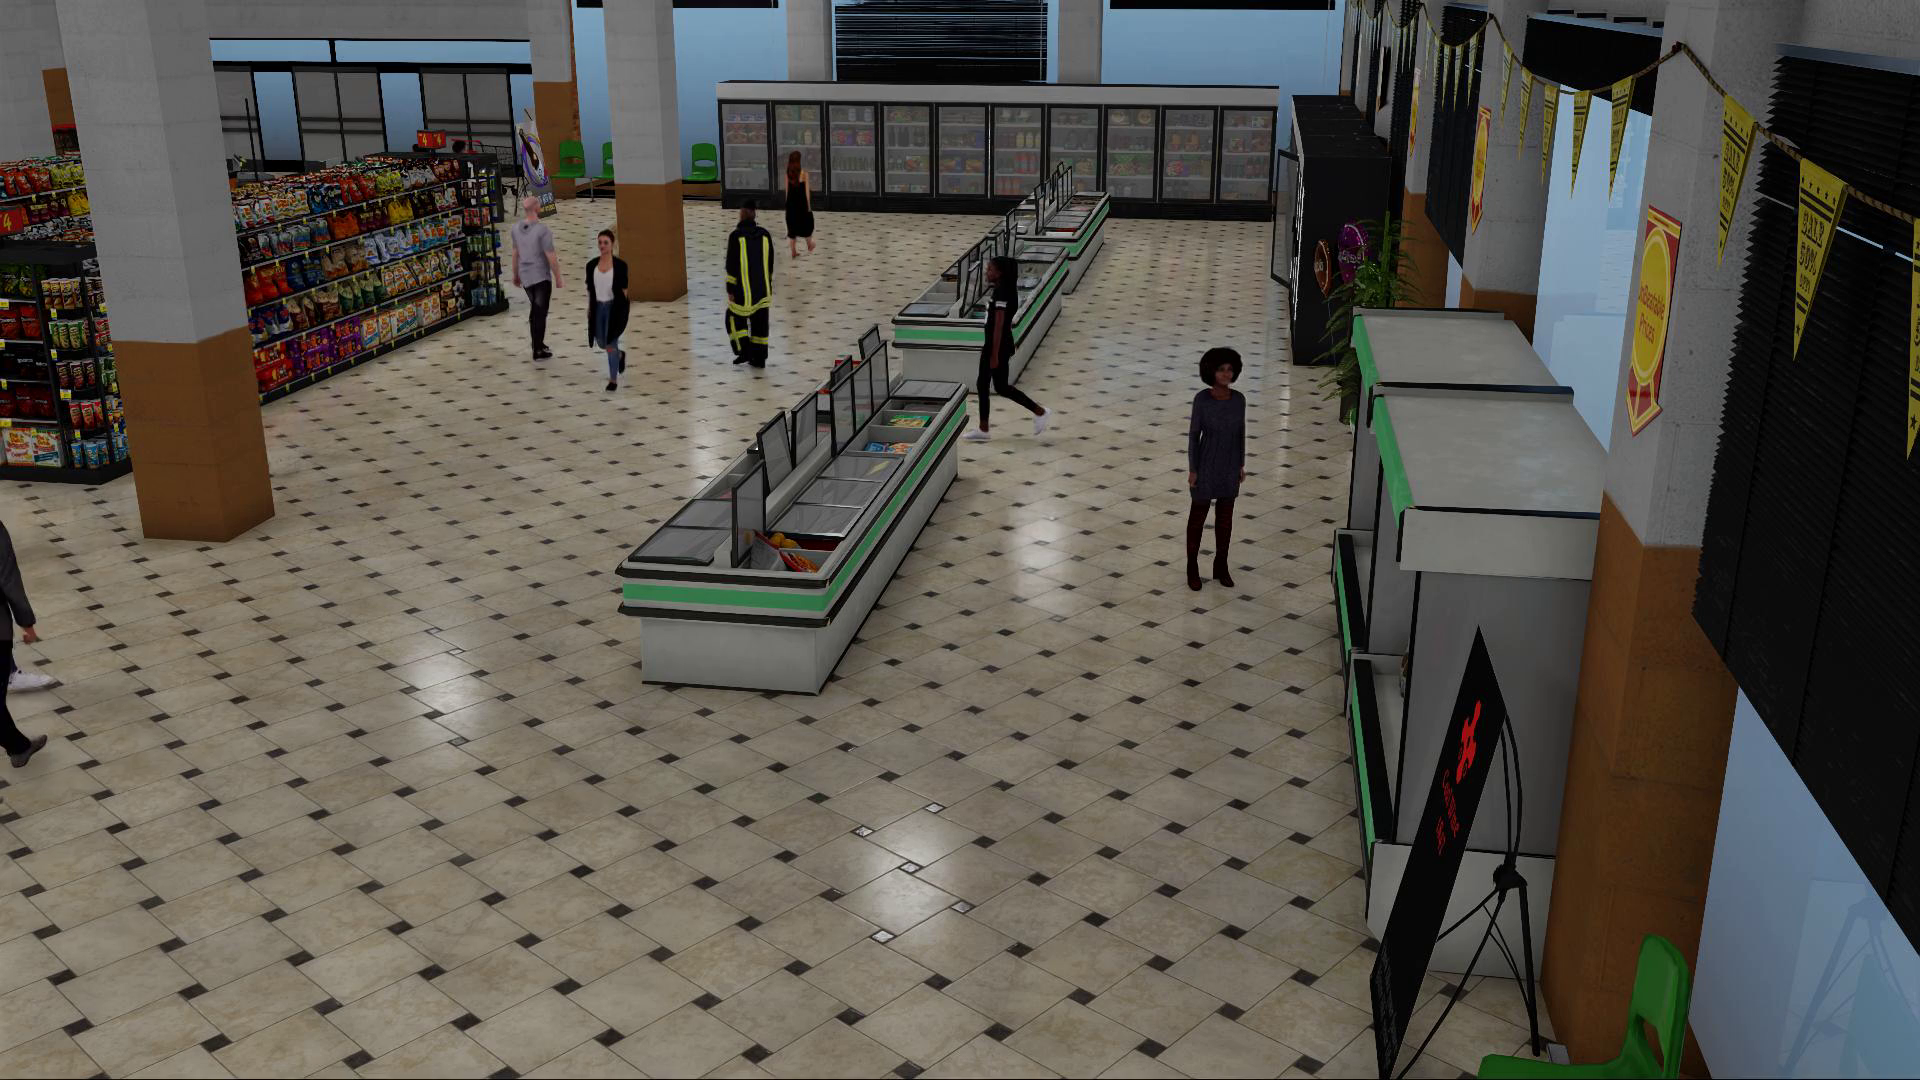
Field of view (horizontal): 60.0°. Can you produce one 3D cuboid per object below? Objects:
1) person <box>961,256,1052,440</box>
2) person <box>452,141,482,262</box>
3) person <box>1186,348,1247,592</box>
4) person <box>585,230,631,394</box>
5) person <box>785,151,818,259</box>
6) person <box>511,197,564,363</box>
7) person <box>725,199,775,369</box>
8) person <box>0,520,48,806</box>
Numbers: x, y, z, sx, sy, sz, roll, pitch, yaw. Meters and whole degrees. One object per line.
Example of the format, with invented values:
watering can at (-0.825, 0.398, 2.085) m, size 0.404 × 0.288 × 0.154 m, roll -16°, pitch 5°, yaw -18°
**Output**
person at (0.438, -1.728, 15.300) m, size 0.885 × 1.705 × 1.071 m, roll -2°, pitch 19°, yaw -7°
person at (-7.376, -5.007, 24.794) m, size 0.677 × 1.852 × 0.577 m, roll 5°, pitch 19°, yaw 14°
person at (1.788, -0.500, 11.646) m, size 0.655 × 1.712 × 0.654 m, roll -4°, pitch 19°, yaw -13°
person at (-3.636, -2.393, 17.333) m, size 0.611 × 1.665 × 0.928 m, roll 3°, pitch 19°, yaw 8°
person at (-2.531, -5.128, 25.554) m, size 0.626 × 1.595 × 0.986 m, roll 4°, pitch 19°, yaw 13°
person at (-4.803, -2.899, 18.586) m, size 0.803 × 1.824 × 0.806 m, roll 9°, pitch 21°, yaw 25°
person at (-2.261, -2.783, 18.195) m, size 0.912 × 1.854 × 0.978 m, roll -14°, pitch 23°, yaw -35°
person at (-5.066, 0.508, 8.478) m, size 0.821 × 1.826 × 1.253 m, roll 1°, pitch 19°, yaw 2°
